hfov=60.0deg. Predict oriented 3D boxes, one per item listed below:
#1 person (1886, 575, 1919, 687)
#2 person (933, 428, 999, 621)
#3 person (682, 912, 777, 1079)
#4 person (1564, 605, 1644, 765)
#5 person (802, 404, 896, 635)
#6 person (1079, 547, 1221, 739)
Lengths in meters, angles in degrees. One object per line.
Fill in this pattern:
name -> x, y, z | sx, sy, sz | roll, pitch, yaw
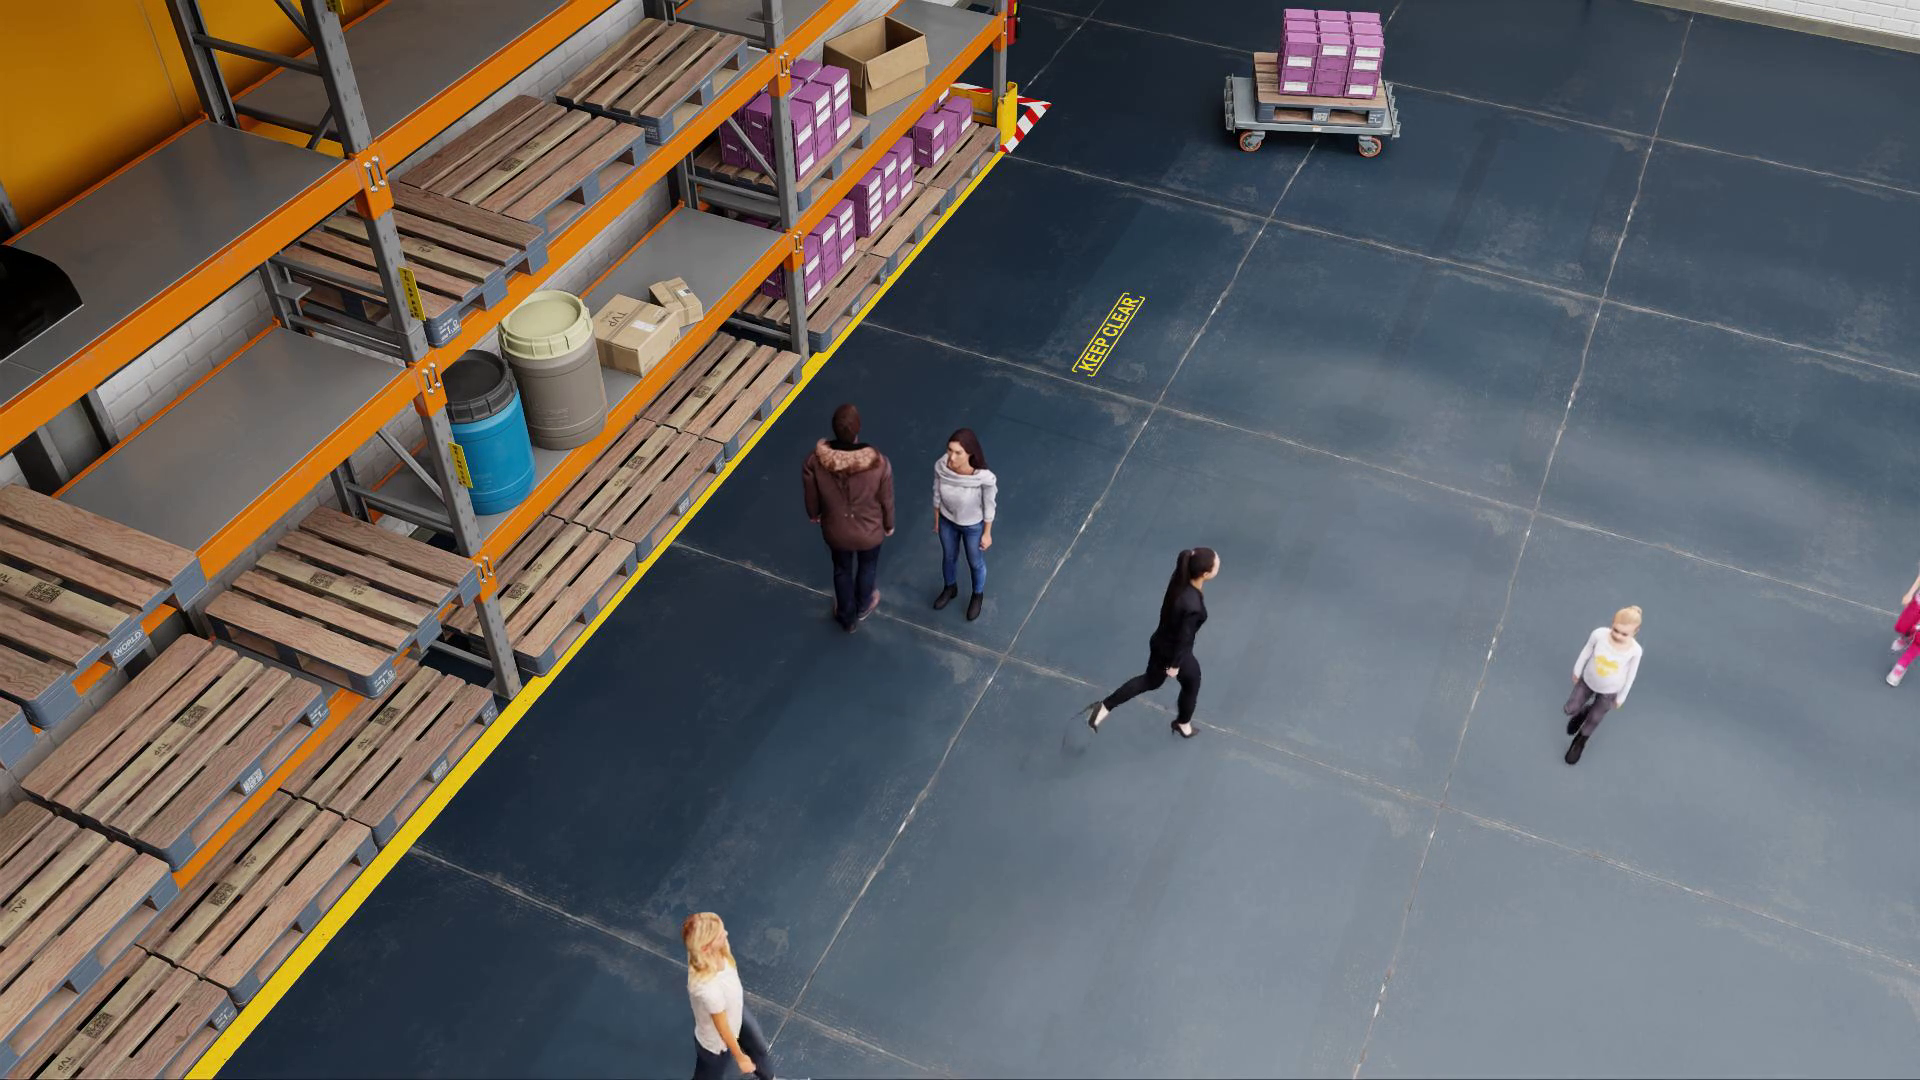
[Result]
person -> 6.389, 0.389, 10.881 | 0.618, 1.265, 0.749 | 33, 52, 30
person -> 0.023, -0.121, 11.150 | 0.597, 1.632, 0.499 | 19, 47, 19
person -> -1.298, 2.476, 8.321 | 1.066, 1.773, 1.179 | -3, 44, -3
person -> 4.023, 0.853, 10.388 | 0.551, 1.273, 0.646 | 26, 49, 25
person -> -0.708, -0.093, 10.975 | 0.864, 1.833, 0.835 | 1, 44, 1
person -> 1.226, 0.715, 10.245 | 1.031, 1.670, 1.061 | -6, 44, -7
